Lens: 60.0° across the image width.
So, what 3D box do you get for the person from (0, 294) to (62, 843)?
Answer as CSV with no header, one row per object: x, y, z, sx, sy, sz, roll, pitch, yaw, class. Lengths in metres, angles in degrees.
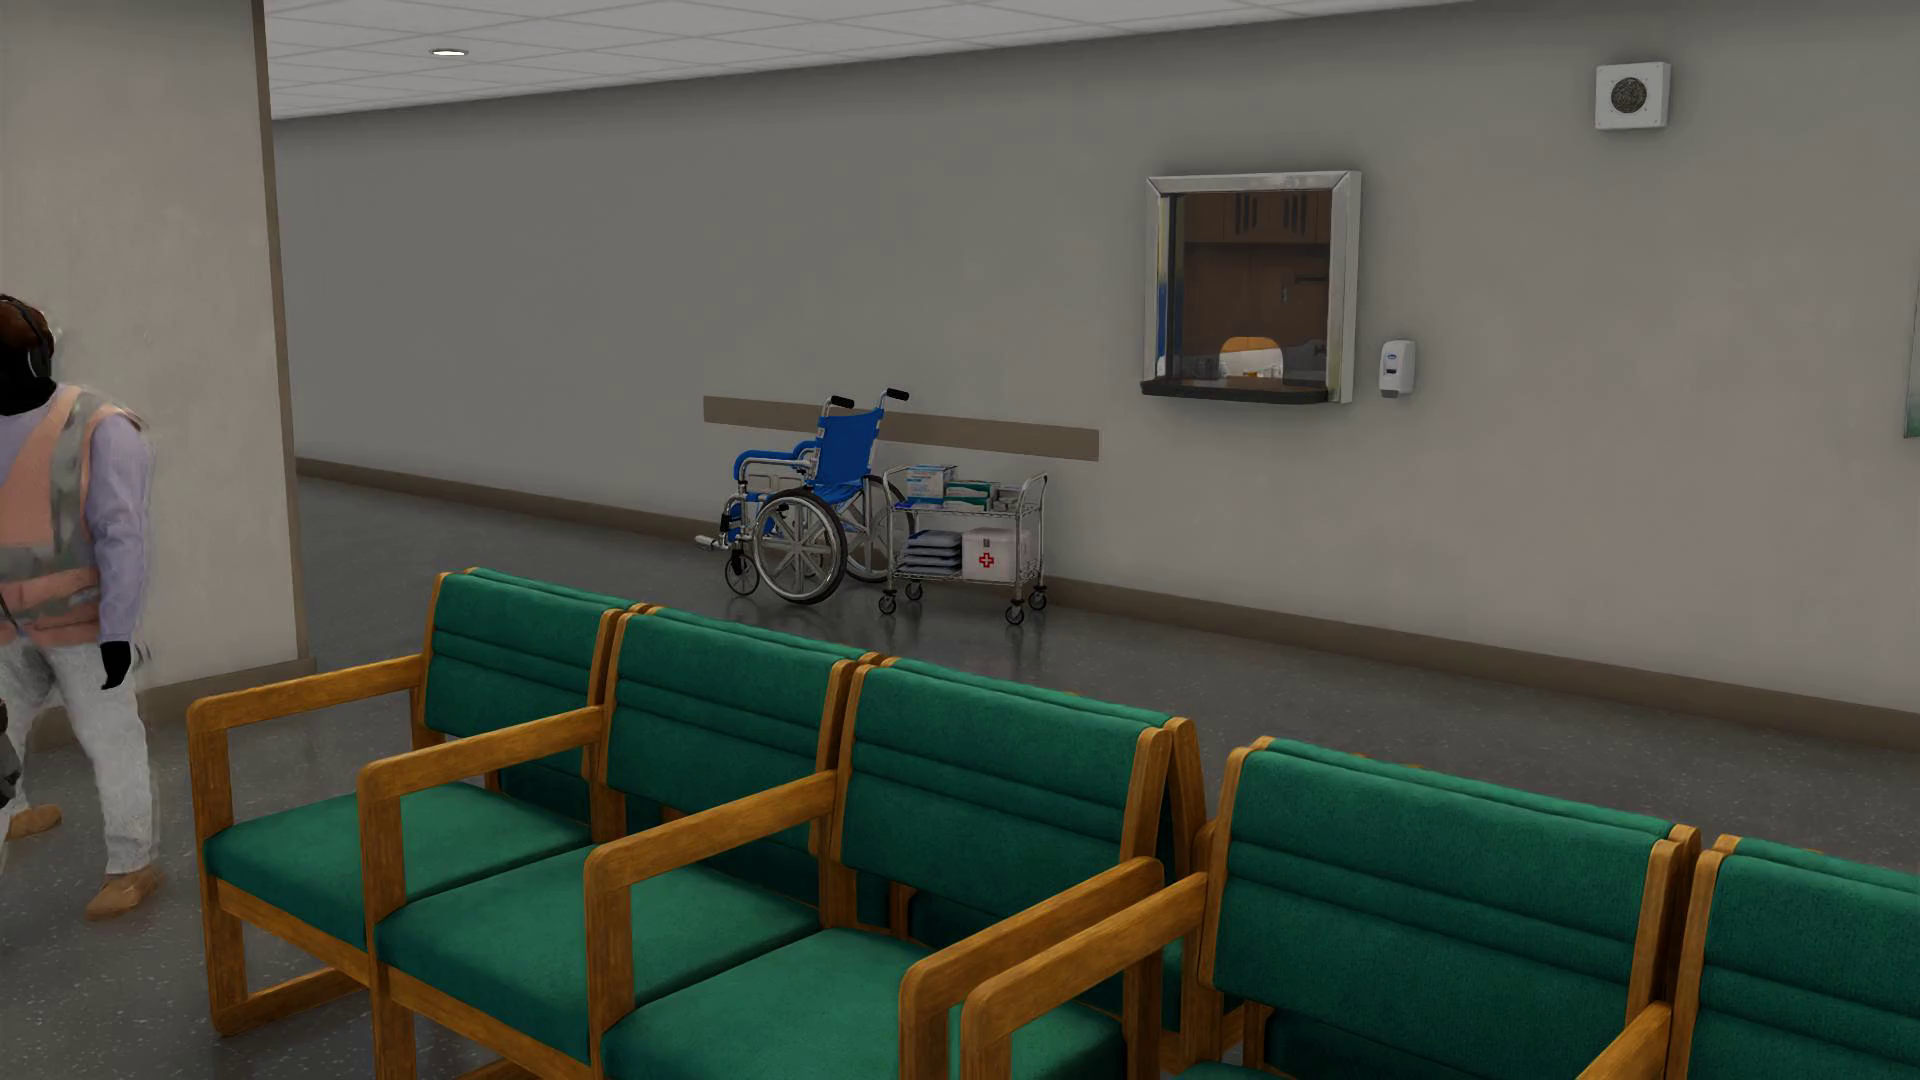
-3.145,0.115,5.394,0.647,1.820,0.437,6,12,30,person

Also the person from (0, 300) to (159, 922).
-2.582,0.263,4.592,0.639,1.808,0.893,0,10,3,person

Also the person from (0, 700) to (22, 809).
-2.258,0.456,3.387,0.567,1.836,0.746,-5,11,-25,person
